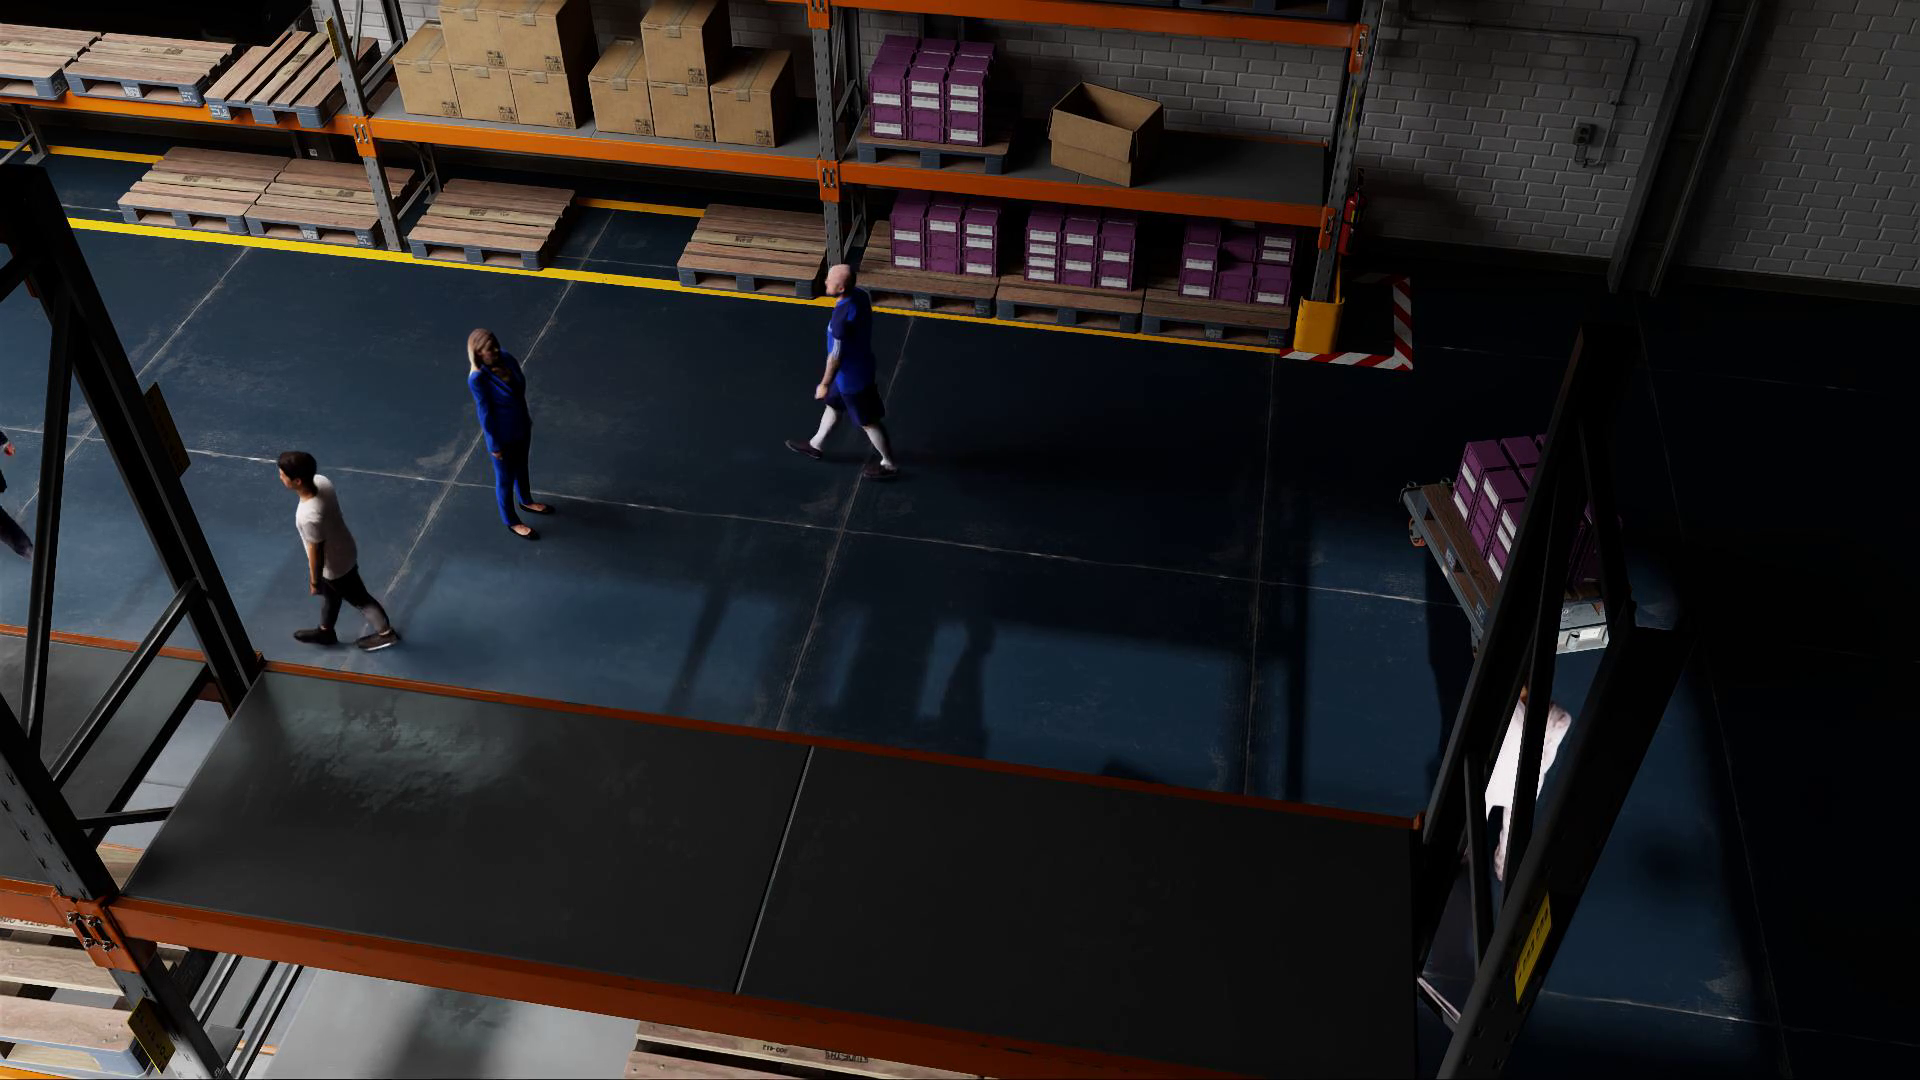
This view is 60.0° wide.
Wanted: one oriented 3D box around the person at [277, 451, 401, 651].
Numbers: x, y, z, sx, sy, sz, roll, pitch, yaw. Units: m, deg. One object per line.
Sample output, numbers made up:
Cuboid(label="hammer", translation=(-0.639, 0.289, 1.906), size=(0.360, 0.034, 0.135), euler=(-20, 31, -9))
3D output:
Cuboid(label="person", translation=(-3.937, 0.088, 10.675), size=(1.019, 1.704, 0.870), euler=(-10, 45, -10))

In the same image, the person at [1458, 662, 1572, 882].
Cuboid(label="person", translation=(3.098, 1.322, 9.397), size=(0.520, 1.680, 0.681), euler=(6, 44, 7))

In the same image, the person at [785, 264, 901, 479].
Cuboid(label="person", translation=(-0.680, -1.168, 11.928), size=(1.140, 1.794, 0.793), euler=(0, 44, 1))

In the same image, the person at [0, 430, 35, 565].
Cuboid(label="person", translation=(-6.849, -0.619, 11.355), size=(1.217, 1.789, 0.917), euler=(20, 47, 20))

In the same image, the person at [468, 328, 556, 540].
Cuboid(label="person", translation=(-3.168, -0.764, 11.571), size=(0.577, 1.700, 0.641), euler=(12, 45, 13))
